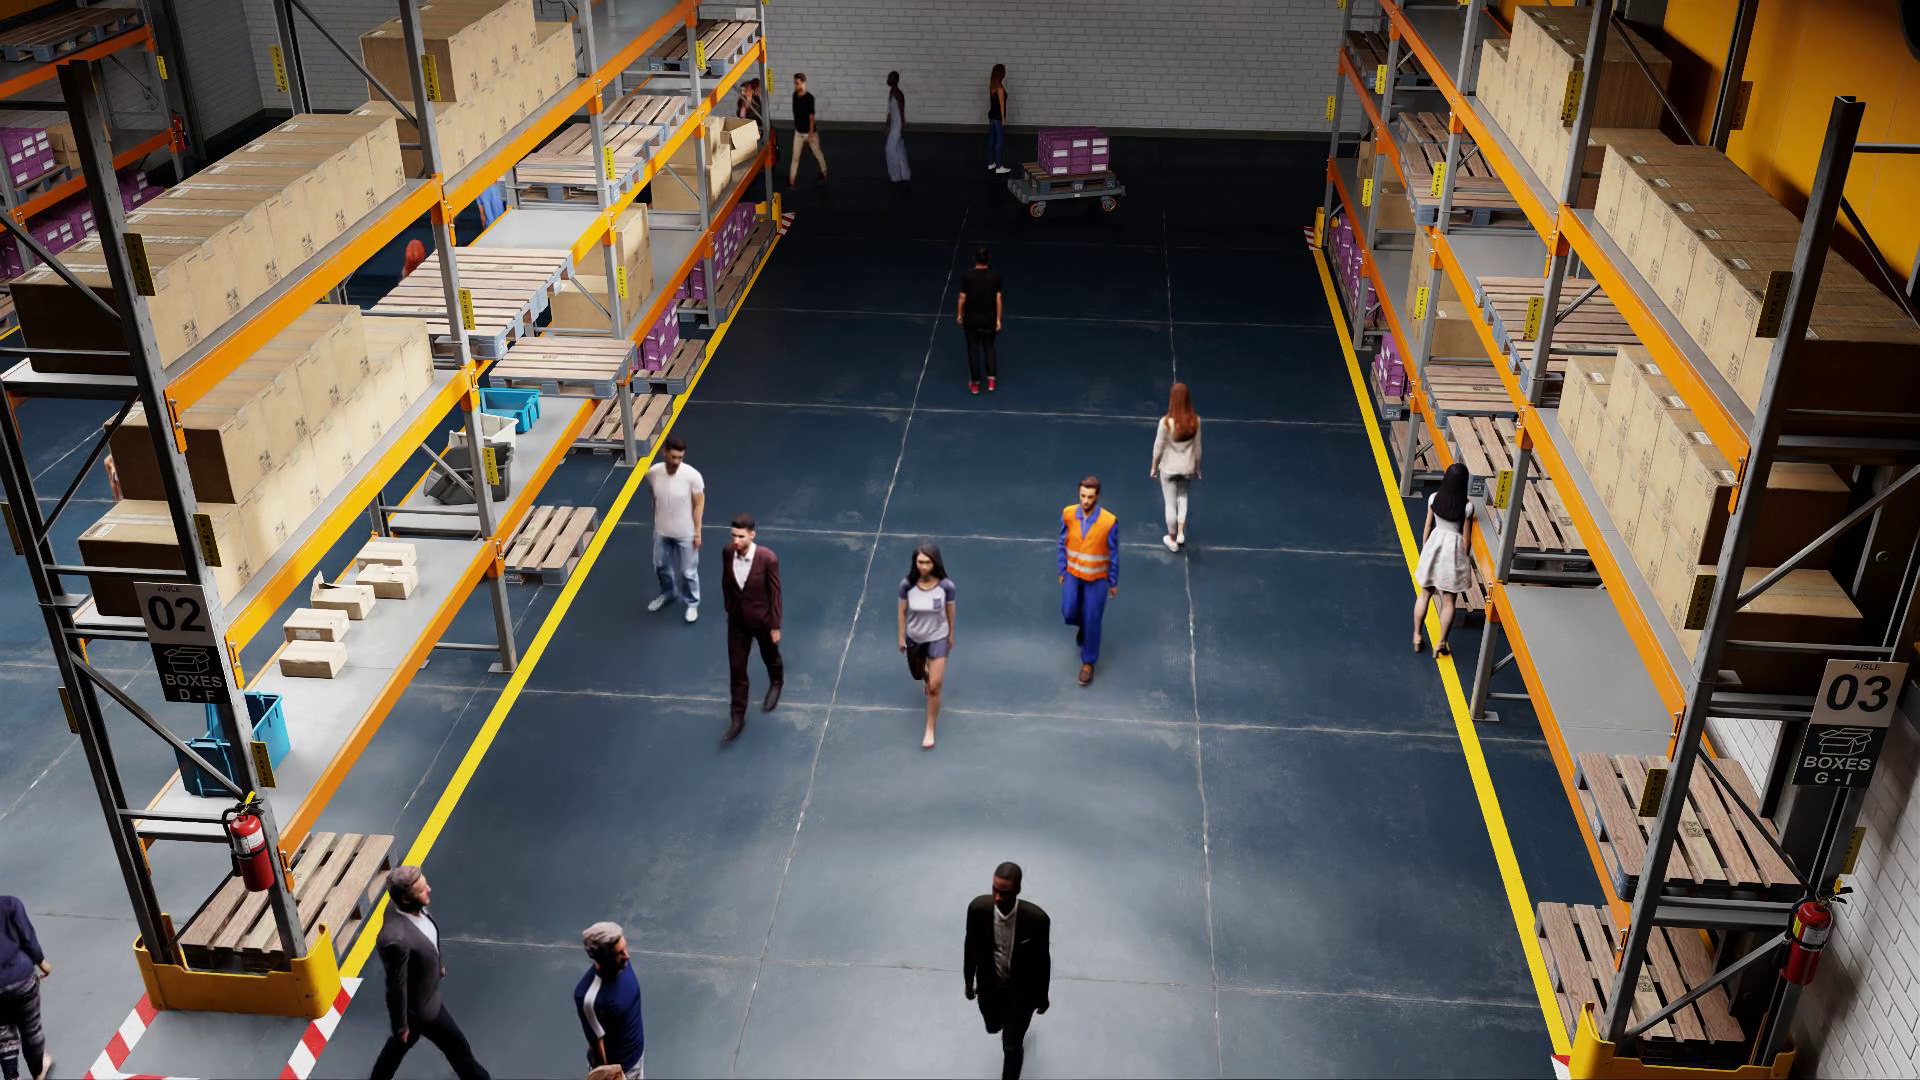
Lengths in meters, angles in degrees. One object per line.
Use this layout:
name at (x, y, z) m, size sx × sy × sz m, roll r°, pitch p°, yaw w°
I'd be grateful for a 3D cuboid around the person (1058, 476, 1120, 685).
person at (1.081, 0.273, 13.797) m, size 0.826 × 1.849 × 0.979 m, roll 9°, pitch 30°, yaw 16°

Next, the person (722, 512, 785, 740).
person at (-1.607, 0.601, 13.231) m, size 0.877 × 1.814 × 1.226 m, roll 9°, pitch 30°, yaw 15°

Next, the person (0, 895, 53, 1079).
person at (-5.594, 2.582, 9.694) m, size 0.736 × 1.725 × 0.801 m, roll -9°, pitch 30°, yaw -16°

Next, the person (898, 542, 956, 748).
person at (-0.243, 0.735, 13.126) m, size 0.592 × 1.680 × 1.007 m, roll 3°, pitch 29°, yaw 5°

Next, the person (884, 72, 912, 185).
person at (-0.905, -6.514, 26.326) m, size 0.849 × 1.766 × 0.792 m, roll -11°, pitch 31°, yaw -20°

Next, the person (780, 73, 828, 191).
person at (-2.352, -6.397, 26.089) m, size 1.086 × 1.788 × 1.308 m, roll 20°, pitch 34°, yaw 32°

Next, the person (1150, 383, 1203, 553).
person at (2.070, -0.634, 15.619) m, size 0.688 × 1.697 × 0.666 m, roll -6°, pitch 29°, yaw -11°

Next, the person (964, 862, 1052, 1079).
person at (0.307, 2.548, 9.705) m, size 0.843 × 1.775 × 1.155 m, roll 10°, pitch 30°, yaw 17°

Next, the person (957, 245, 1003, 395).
person at (0.223, -2.496, 18.977) m, size 0.714 × 1.751 × 0.728 m, roll -4°, pitch 29°, yaw -8°

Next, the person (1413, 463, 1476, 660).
person at (4.099, 0.169, 14.072) m, size 0.778 × 1.769 × 0.807 m, roll 20°, pitch 34°, yaw 32°

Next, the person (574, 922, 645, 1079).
person at (-1.893, 2.813, 9.154) m, size 0.712 × 1.836 × 0.501 m, roll 5°, pitch 29°, yaw 10°

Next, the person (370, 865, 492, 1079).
person at (-3.189, 2.639, 9.532) m, size 1.061 × 1.781 × 1.236 m, roll -5°, pitch 29°, yaw -9°

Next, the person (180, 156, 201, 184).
person at (-10.357, -4.452, 22.702) m, size 0.611 × 1.616 × 0.602 m, roll 4°, pitch 29°, yaw 7°

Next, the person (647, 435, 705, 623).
person at (-2.482, -0.119, 14.547) m, size 0.848 × 1.820 × 0.718 m, roll 16°, pitch 33°, yaw 27°

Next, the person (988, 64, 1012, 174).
person at (0.603, -6.853, 26.993) m, size 0.737 × 1.722 × 0.620 m, roll -12°, pitch 31°, yaw -21°

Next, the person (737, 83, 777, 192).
person at (-3.200, -6.327, 26.085) m, size 0.985 × 1.669 × 1.228 m, roll 18°, pitch 34°, yaw 30°

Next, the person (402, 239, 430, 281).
person at (-6.146, -2.545, 19.077) m, size 0.699 × 1.740 × 1.069 m, roll -1°, pitch 29°, yaw -2°
